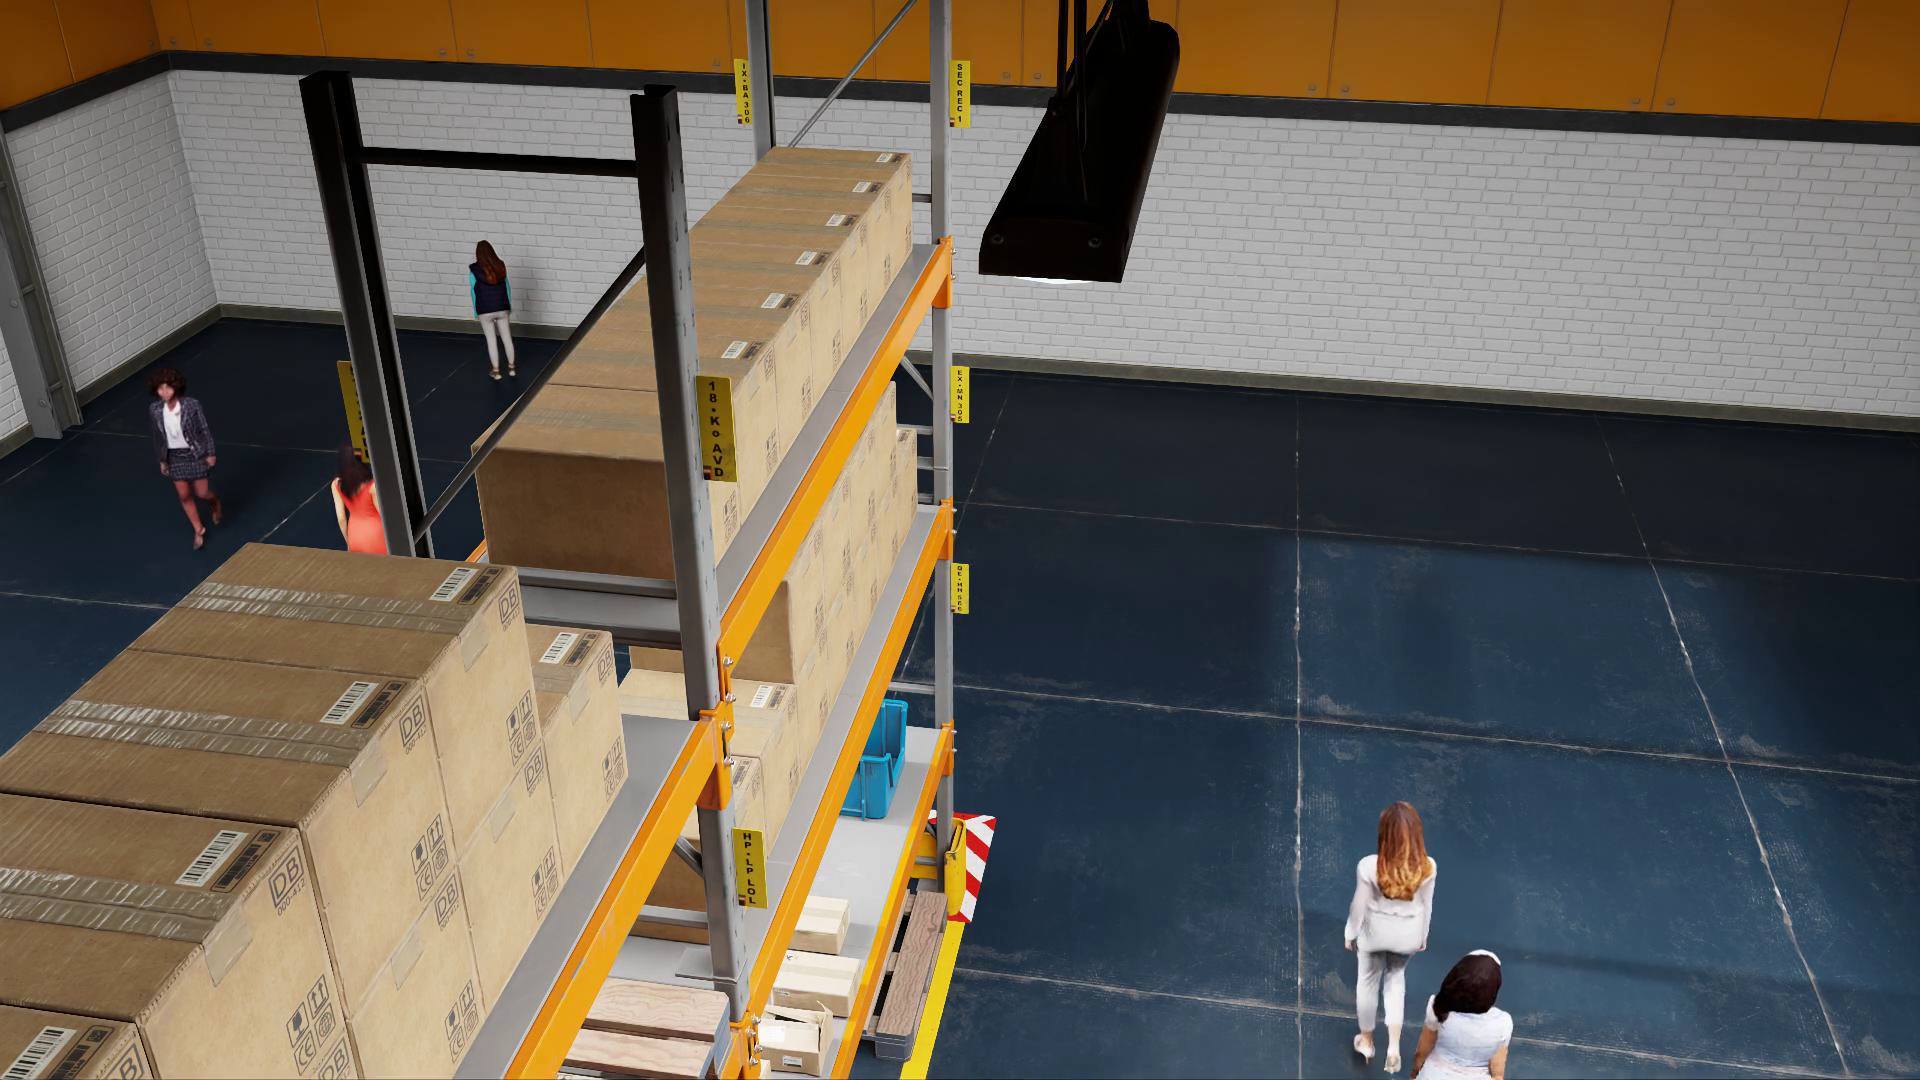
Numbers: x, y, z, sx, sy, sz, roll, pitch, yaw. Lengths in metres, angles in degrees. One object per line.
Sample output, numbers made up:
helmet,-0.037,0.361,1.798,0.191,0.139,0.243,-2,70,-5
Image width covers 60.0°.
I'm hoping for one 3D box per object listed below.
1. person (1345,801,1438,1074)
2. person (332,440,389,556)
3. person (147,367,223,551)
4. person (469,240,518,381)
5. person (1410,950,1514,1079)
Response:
person,2.296,2.188,8.830,0.667,1.754,0.782,-1,29,-1
person,-4.554,0.020,12.836,0.582,1.723,0.520,4,29,7
person,-6.602,-0.731,14.254,0.692,1.684,0.781,0,29,0
person,-4.936,-2.444,17.588,0.682,1.500,0.731,-14,32,-24
person,2.306,2.716,7.824,0.781,1.790,1.180,10,30,17
